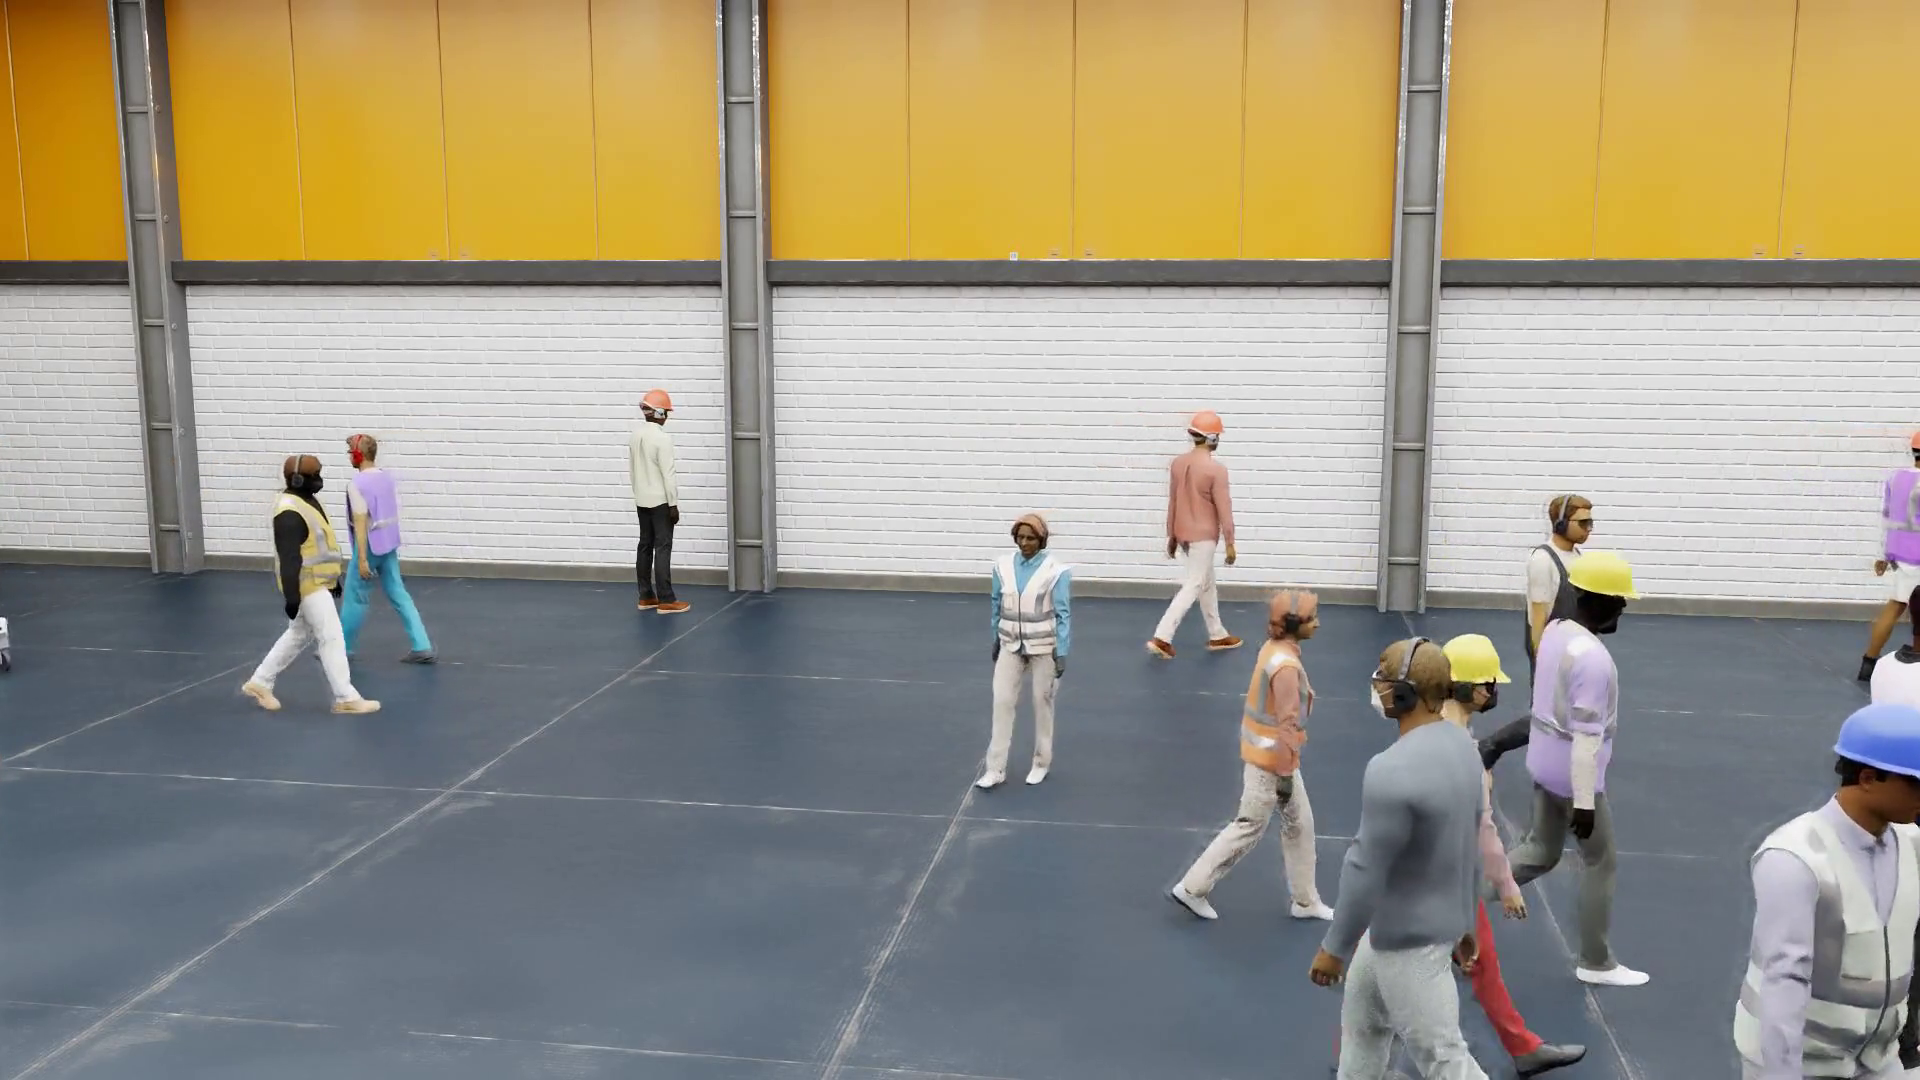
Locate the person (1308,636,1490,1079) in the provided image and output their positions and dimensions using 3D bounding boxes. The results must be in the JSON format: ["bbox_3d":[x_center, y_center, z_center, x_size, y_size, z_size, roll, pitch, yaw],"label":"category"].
[{"bbox_3d":[1.500,1.245,5.301,1.020,1.897,0.634,6,11,34],"label":"person"}]

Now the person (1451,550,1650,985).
[{"bbox_3d":[2.485,0.965,7.037,0.848,1.895,0.593,0,9,0],"label":"person"}]

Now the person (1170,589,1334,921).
[{"bbox_3d":[1.374,1.005,7.667,0.782,1.601,0.529,1,9,8],"label":"person"}]

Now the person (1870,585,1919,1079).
[{"bbox_3d":[3.561,1.080,6.216,0.391,1.918,0.593,1,9,6],"label":"person"}]

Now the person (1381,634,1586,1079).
[{"bbox_3d":[1.856,1.199,6.099,0.915,1.720,0.523,2,9,11],"label":"person"}]

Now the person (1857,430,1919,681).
[{"bbox_3d":[7.102,0.116,12.211,0.947,1.891,0.548,0,9,2],"label":"person"}]

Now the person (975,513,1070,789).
[{"bbox_3d":[0.364,0.663,9.658,0.545,1.617,0.633,5,10,27],"label":"person"}]

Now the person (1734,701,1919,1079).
[{"bbox_3d":[2.325,1.370,4.429,0.658,1.921,0.491,-3,10,-19],"label":"person"}]

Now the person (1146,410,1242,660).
[{"bbox_3d":[1.845,-0.039,13.023,0.994,1.955,0.634,-5,11,-30],"label":"person"}]

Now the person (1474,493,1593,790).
[{"bbox_3d":[3.262,0.631,9.288,0.523,1.824,0.742,-8,12,-39],"label":"person"}]

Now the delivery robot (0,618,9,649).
[{"bbox_3d":[-7.553,0.685,12.555,0.707,0.478,0.477,4,10,23],"label":"delivery robot"}]

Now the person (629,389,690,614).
[{"bbox_3d":[-2.688,-0.344,14.772,0.608,1.990,0.385,9,13,44],"label":"person"}]

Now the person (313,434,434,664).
[{"bbox_3d":[-4.515,0.077,12.798,0.987,1.797,0.589,2,9,13],"label":"person"}]

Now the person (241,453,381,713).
[{"bbox_3d":[-4.489,0.303,11.334,0.895,1.815,0.617,-2,9,-12],"label":"person"}]
